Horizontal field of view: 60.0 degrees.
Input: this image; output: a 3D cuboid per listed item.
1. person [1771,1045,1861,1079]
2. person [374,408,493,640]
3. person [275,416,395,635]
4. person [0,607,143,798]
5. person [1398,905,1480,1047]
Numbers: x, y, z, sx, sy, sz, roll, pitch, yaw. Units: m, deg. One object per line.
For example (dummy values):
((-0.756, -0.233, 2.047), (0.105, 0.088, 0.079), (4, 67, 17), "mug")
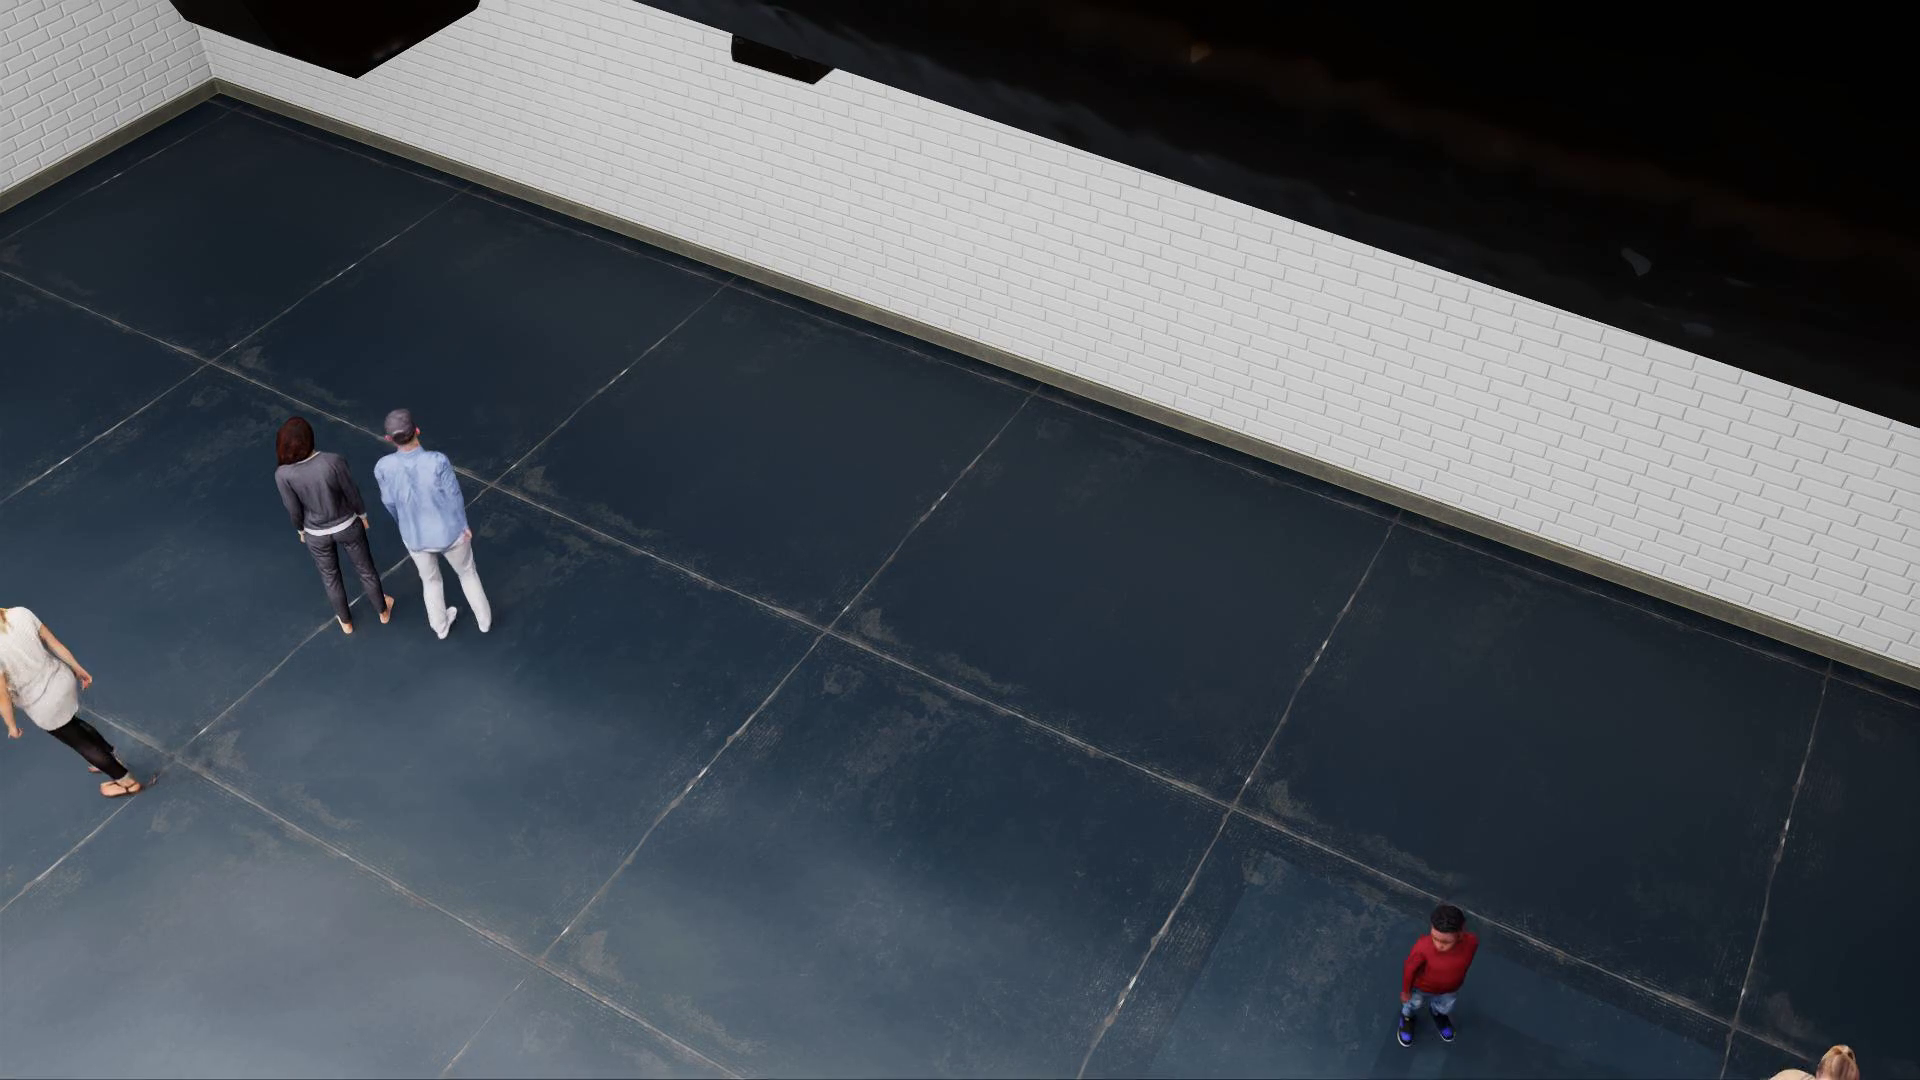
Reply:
((3.877, 2.786, 7.876), (0.613, 1.685, 0.637), (18, 47, 18), "person")
((-3.410, -0.065, 10.725), (0.756, 1.882, 0.798), (-6, 44, -6), "person")
((-4.093, -0.095, 10.839), (0.665, 1.768, 0.750), (-15, 46, -15), "person")
((-5.261, 0.918, 9.764), (0.811, 1.785, 0.740), (11, 45, 12), "person")
((2.505, 2.255, 8.759), (0.653, 1.236, 0.681), (-10, 45, -11), "person")
